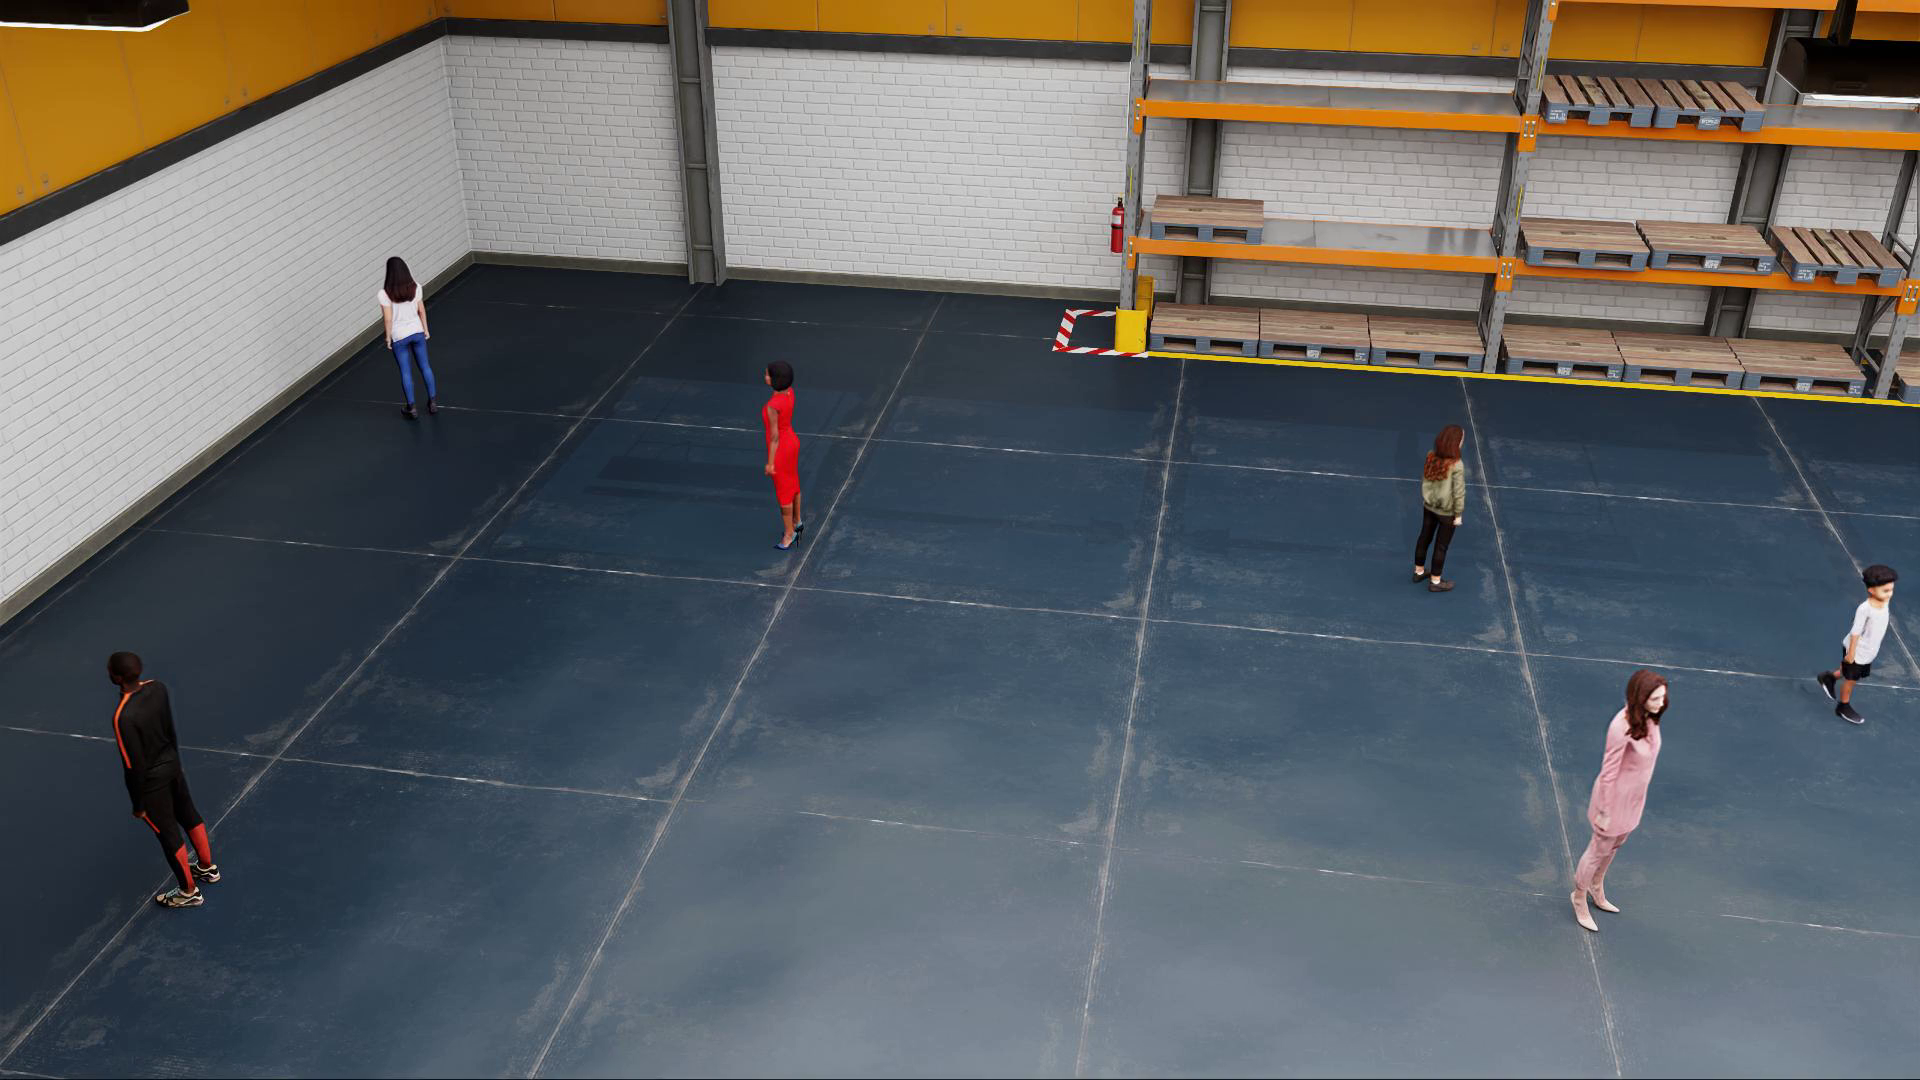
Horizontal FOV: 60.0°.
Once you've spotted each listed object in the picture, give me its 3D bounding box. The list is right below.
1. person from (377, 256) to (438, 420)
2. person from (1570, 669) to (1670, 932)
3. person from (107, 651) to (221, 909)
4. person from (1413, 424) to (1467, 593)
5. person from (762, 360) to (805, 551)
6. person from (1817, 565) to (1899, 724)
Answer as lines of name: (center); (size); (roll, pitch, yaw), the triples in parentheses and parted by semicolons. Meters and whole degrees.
person: (-5.576, -2.036, 16.790); (0.681, 1.684, 0.728); (-21, 35, -33)
person: (3.994, 1.555, 10.085); (0.692, 1.802, 0.730); (-22, 35, -34)
person: (-4.947, 1.459, 10.254); (0.517, 1.807, 0.617); (4, 29, 8)
person: (3.984, -0.278, 13.784); (0.697, 1.477, 0.654); (-15, 32, -26)
person: (-1.520, -0.739, 14.352); (0.524, 1.743, 0.587); (8, 30, 14)
person: (6.568, 0.718, 12.193); (0.698, 1.253, 0.751); (-17, 33, -28)
